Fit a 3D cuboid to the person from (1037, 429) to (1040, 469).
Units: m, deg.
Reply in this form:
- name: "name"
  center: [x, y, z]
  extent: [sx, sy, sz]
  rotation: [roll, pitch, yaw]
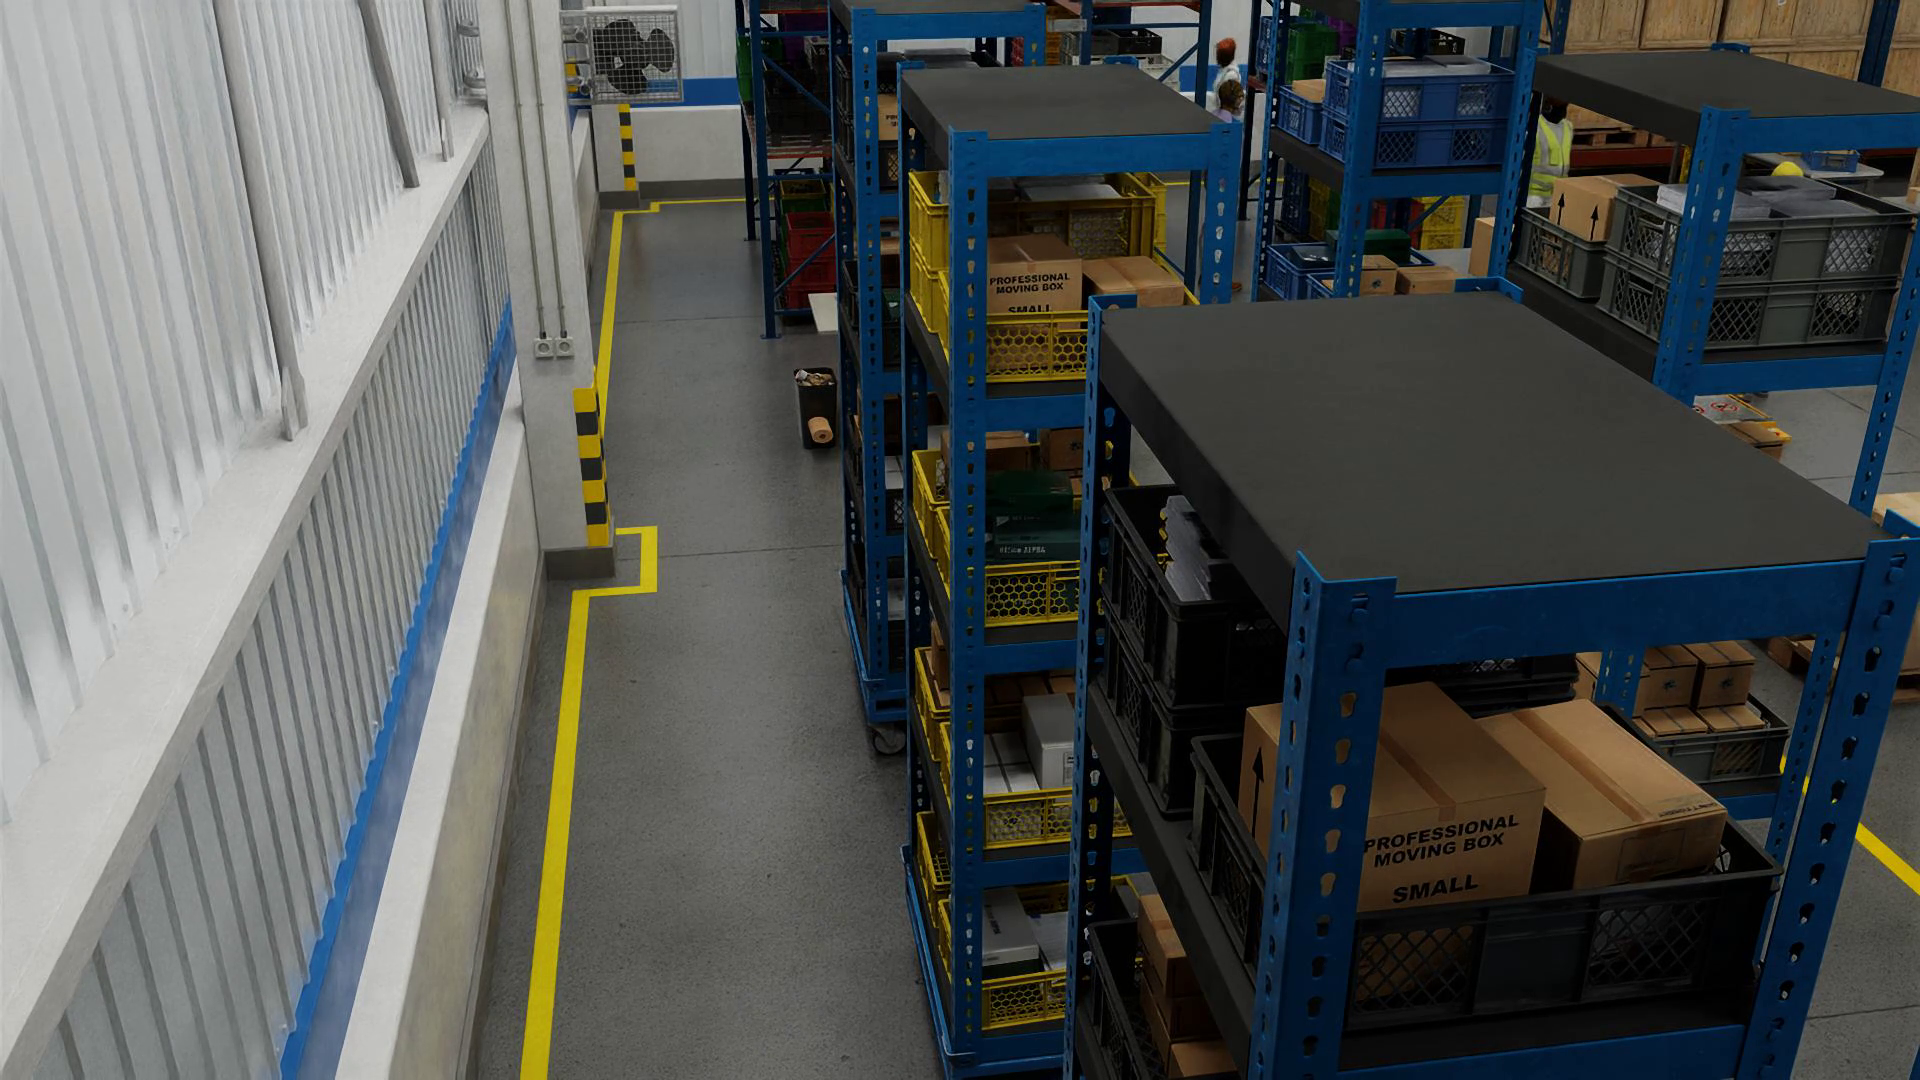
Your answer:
- name: "person"
  center: [0.737, -0.502, 9.756]
  extent: [0.664, 1.619, 0.526]
  rotation: [-18, 30, -34]

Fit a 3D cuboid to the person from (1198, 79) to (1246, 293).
- name: "person"
  center: [2.440, -3.283, 15.423]
  extent: [0.372, 1.940, 0.630]
  rotation: [-6, 25, -12]

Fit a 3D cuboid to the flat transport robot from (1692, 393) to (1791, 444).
- name: "flat transport robot"
  center: [5.224, -0.859, 12.132]
  extent: [1.431, 0.197, 0.652]
  rotation: [-4, 25, -8]

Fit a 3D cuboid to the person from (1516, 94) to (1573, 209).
- name: "person"
  center: [5.425, -3.266, 15.501]
  extent: [0.621, 1.844, 0.429]
  rotation: [-14, 28, -28]

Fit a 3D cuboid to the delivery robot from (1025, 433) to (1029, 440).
- name: "delivery robot"
  center: [0.527, -0.735, 11.418]
  extent: [0.707, 0.478, 0.477]
  rotation: [-20, 32, -37]

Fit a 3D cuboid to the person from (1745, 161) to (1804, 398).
- name: "person"
  center: [6.132, -1.956, 12.661]
  extent: [0.592, 1.833, 0.404]
  rotation: [-10, 27, -21]

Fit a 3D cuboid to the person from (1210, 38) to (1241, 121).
- name: "person"
  center: [2.949, -4.659, 18.530]
  extent: [0.341, 1.853, 0.759]
  rotation: [3, 25, 6]
